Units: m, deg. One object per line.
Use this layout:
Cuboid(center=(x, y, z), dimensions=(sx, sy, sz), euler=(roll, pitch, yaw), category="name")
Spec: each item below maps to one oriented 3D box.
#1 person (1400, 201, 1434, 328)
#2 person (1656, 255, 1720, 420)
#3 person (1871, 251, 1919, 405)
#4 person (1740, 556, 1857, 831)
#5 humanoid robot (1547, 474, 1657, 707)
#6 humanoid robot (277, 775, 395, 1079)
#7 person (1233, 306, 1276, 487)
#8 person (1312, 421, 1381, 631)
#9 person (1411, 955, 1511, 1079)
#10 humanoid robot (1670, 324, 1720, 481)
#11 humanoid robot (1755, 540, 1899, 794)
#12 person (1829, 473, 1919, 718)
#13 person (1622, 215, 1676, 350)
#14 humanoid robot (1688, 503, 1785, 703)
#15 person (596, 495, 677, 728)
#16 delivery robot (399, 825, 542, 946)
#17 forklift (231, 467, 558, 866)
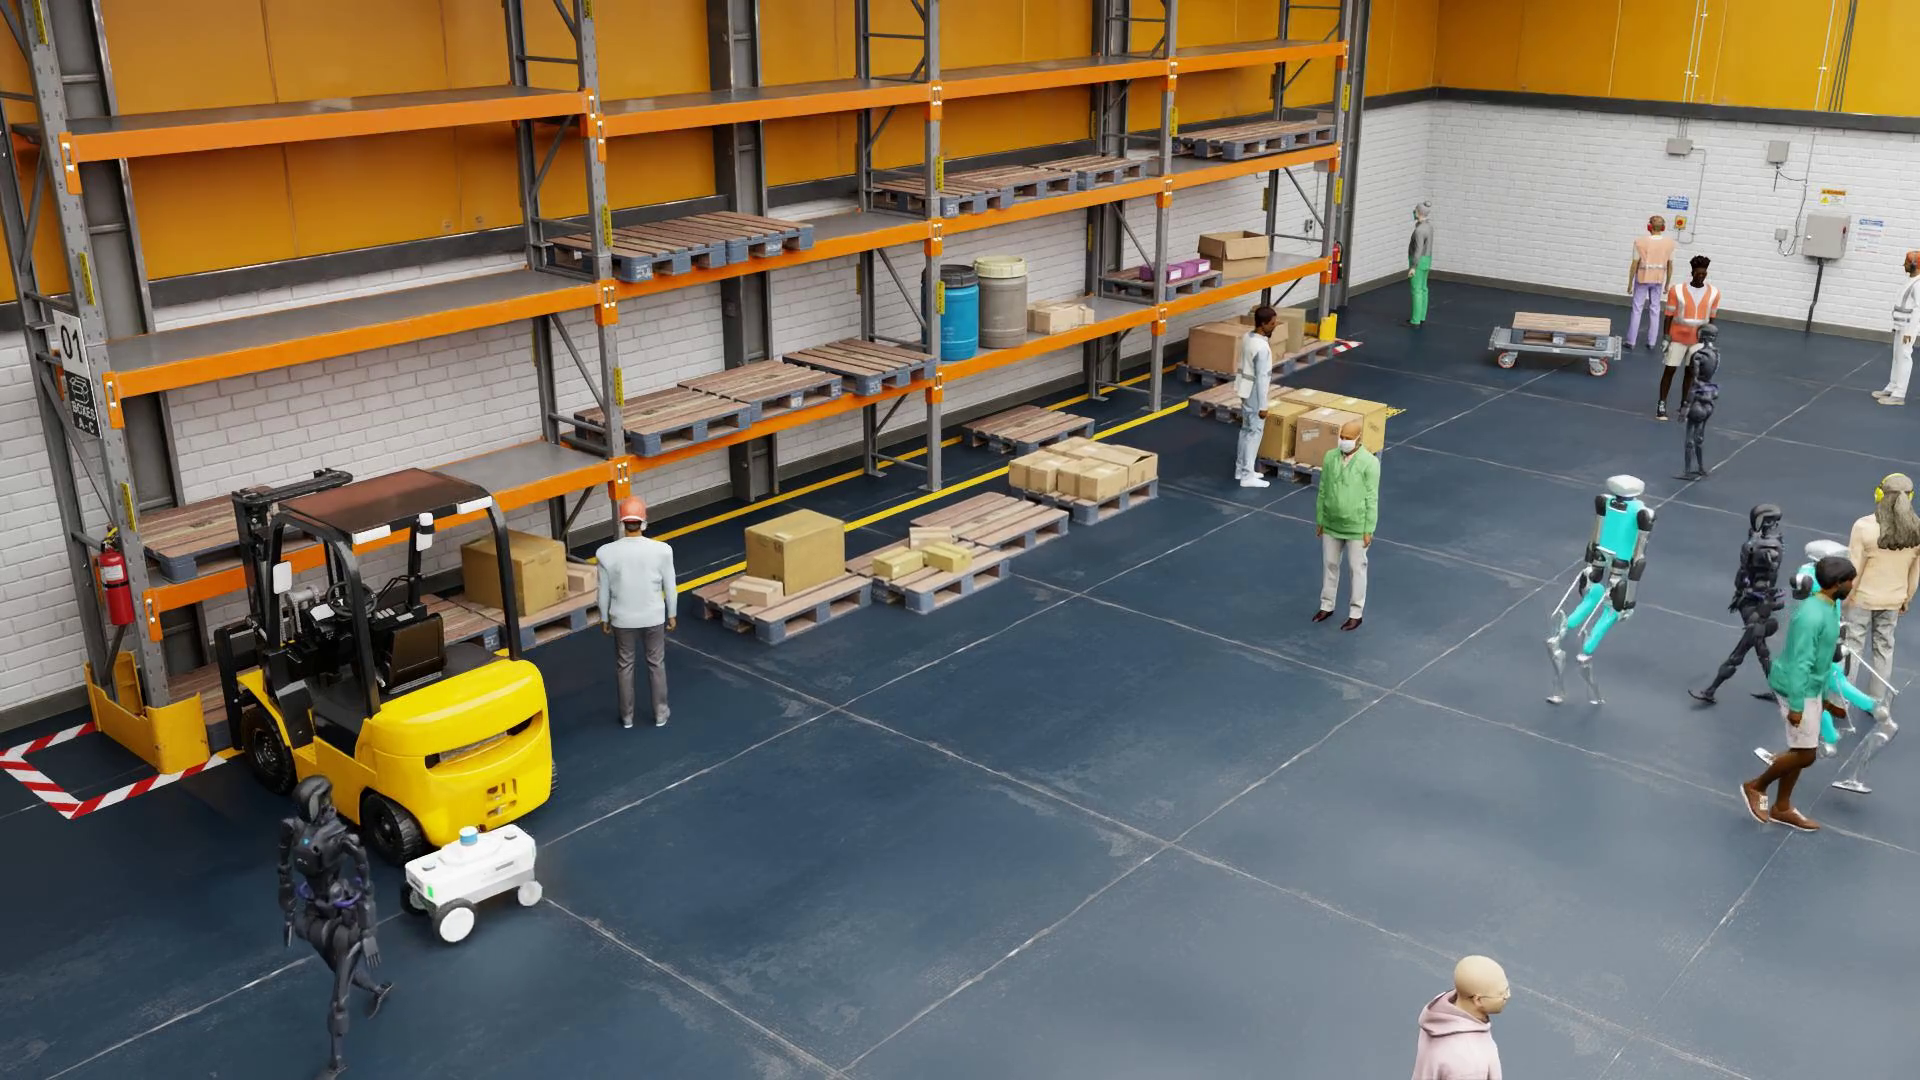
Cuboid(center=(6.661, -4.006, 24.139), dimensions=(0.338, 1.838, 0.513), euler=(14, 24, 33), category="person")
Cuboid(center=(8.543, -2.370, 19.523), dimensions=(0.600, 1.966, 0.368), euler=(2, 20, 4), category="person")
Cuboid(center=(11.486, -2.583, 20.218), dimensions=(0.361, 1.884, 0.573), euler=(7, 21, 17), category="person")
Cuboid(center=(5.396, 0.985, 10.634), dimensions=(0.464, 1.831, 0.550), euler=(16, 26, 37), category="person")
Cuboid(center=(4.640, 0.433, 12.322), dimensions=(0.787, 1.811, 0.544), euler=(-8, 22, -21), category="humanoid robot")
Cuboid(center=(-3.168, 1.901, 8.453), dimensions=(0.586, 1.636, 0.808), euler=(6, 21, 16), category="humanoid robot")
Cuboid(center=(3.047, -1.484, 17.212), dimensions=(0.394, 1.909, 0.598), euler=(-2, 20, -6), category="person")
Cuboid(center=(3.185, -0.129, 13.736), dimensions=(0.535, 1.778, 0.389), euler=(15, 25, 34), category="person")
Cuboid(center=(1.967, 2.450, 6.724), dimensions=(0.400, 1.781, 0.536), euler=(1, 20, 3), category="person")
Cuboid(center=(7.767, -1.444, 17.435), dimensions=(0.340, 1.661, 0.610), euler=(18, 27, 40), category="humanoid robot")
Cuboid(center=(5.847, 0.919, 10.949), dimensions=(0.536, 1.733, 0.996), euler=(-13, 24, -32), category="humanoid robot")
Cuboid(center=(6.658, 0.423, 12.087), dimensions=(0.565, 1.876, 0.407), euler=(0, 20, 0), category="person")
Cuboid(center=(9.469, -3.523, 22.836), dimensions=(0.564, 1.836, 0.379), euler=(2, 20, 4), category="person")
Cuboid(center=(5.877, 0.479, 12.300), dimensions=(0.791, 1.617, 0.605), euler=(1, 20, 2), category="humanoid robot")
Cuboid(center=(-2.322, 0.522, 12.012), dimensions=(0.571, 1.740, 0.351), euler=(-4, 21, -10), category="person")
Cuboid(center=(-2.873, 1.959, 9.779), dimensions=(0.734, 0.560, 0.499), euler=(-17, 26, -39), category="delivery robot")
Cuboid(center=(-3.730, 0.710, 10.856), dimensions=(2.313, 2.155, 1.214), euler=(17, 26, 38), category="forklift")
